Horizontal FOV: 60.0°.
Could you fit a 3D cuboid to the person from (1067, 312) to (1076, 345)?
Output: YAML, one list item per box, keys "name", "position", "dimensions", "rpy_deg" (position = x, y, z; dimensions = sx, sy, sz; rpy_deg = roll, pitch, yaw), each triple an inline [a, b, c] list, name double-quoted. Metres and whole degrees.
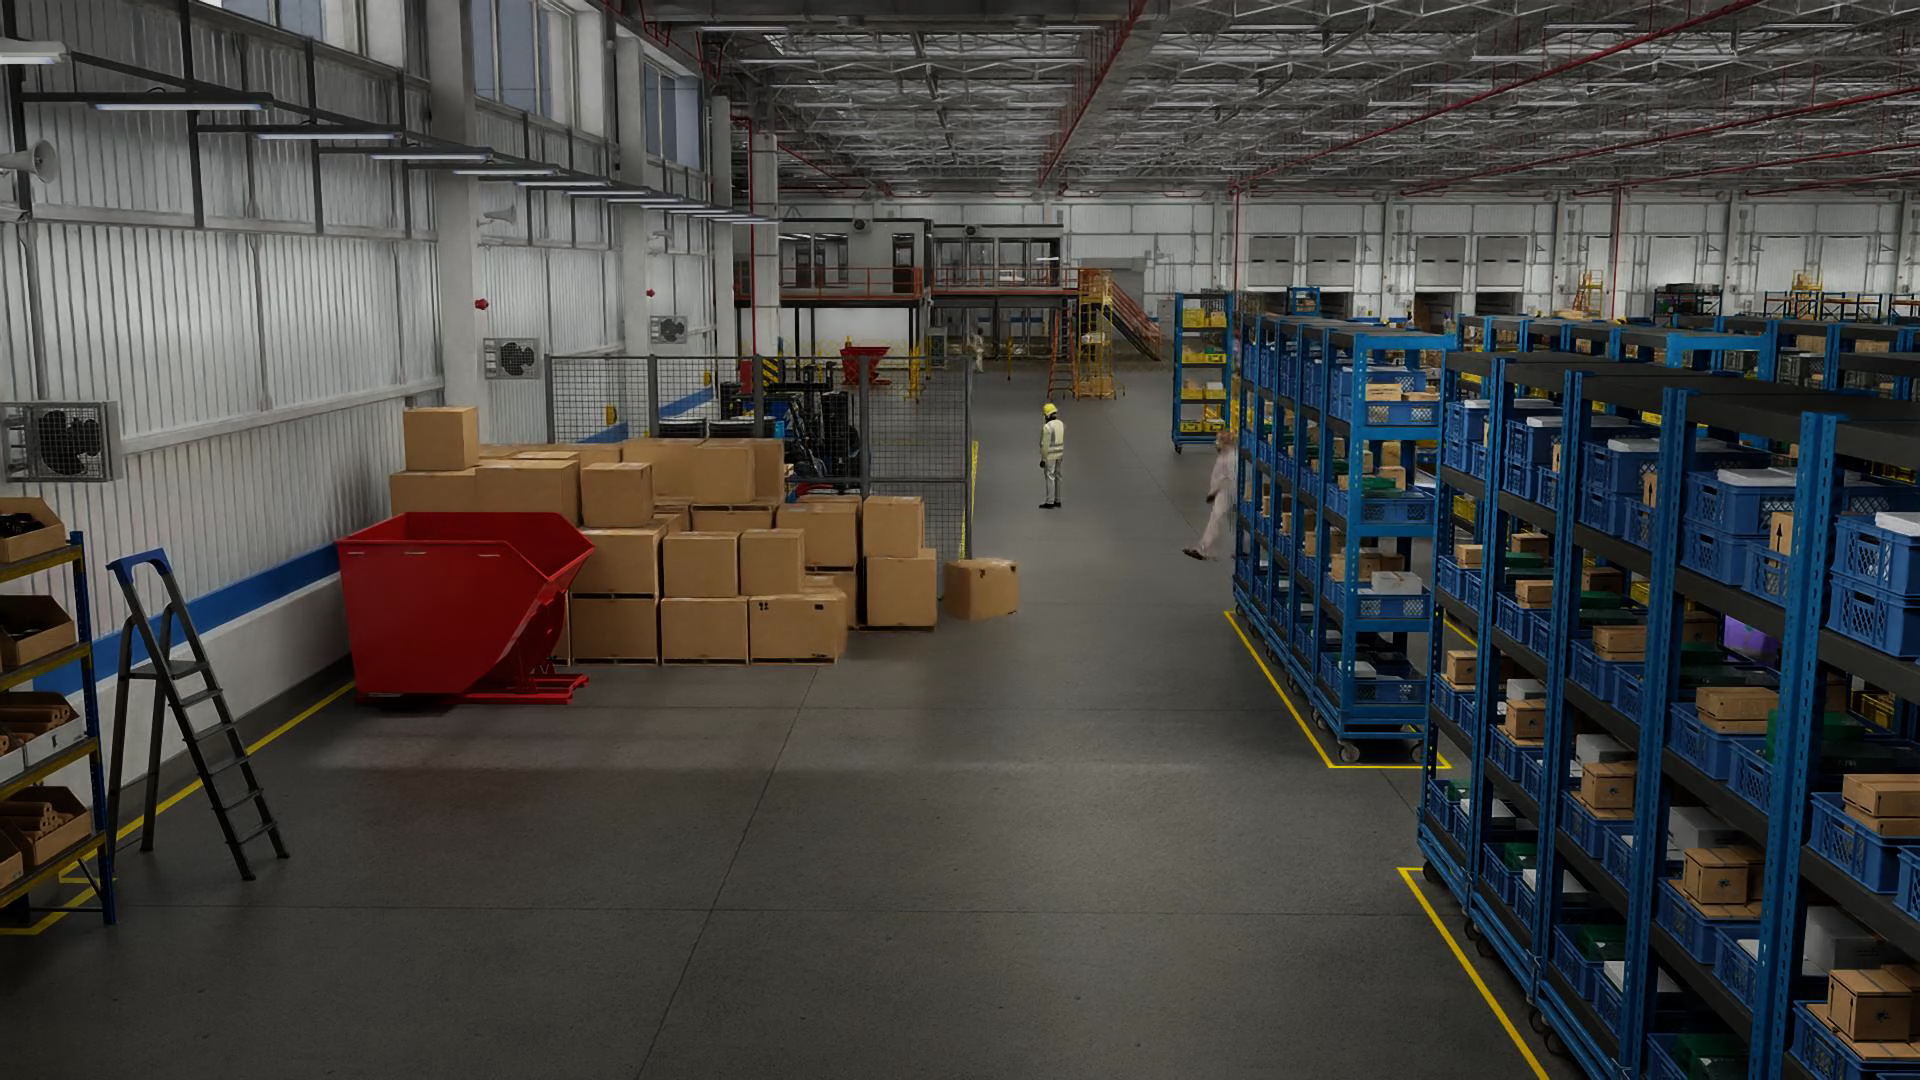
- name: "person"
  position: [6.264, -11.706, 92.111]
  dimensions: [0.653, 1.791, 0.978]
  rpy_deg: [-7, 11, -36]

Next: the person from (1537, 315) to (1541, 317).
- name: "person"
  position: [31.377, -11.354, 90.248]
  dimensions: [0.318, 1.696, 0.533]
  rpy_deg: [4, 10, 22]

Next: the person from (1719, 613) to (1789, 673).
- name: "person"
  position: [6.082, 1.117, 12.841]
  dimensions: [0.568, 1.849, 0.386]
  rpy_deg: [7, 11, 36]

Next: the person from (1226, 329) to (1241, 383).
- name: "person"
  position: [9.882, -6.502, 59.301]
  dimensions: [0.621, 2.029, 0.641]
  rpy_deg: [7, 11, 36]

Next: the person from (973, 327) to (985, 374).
- name: "person"
  position: [0.768, -7.516, 66.018]
  dimensions: [0.391, 1.873, 0.628]
  rpy_deg: [5, 11, 29]

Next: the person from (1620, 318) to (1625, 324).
- name: "person"
  position: [30.925, -9.432, 77.729]
  dimensions: [0.591, 1.915, 0.396]
  rpy_deg: [5, 11, 29]

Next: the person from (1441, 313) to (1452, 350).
- name: "person"
  position: [25.113, -10.765, 85.841]
  dimensions: [0.409, 1.943, 0.615]
  rpy_deg: [-2, 10, -14]

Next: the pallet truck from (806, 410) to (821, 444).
- name: "pallet truck"
  position: [-3.559, -2.018, 33.905]
  dimensions: [1.522, 1.261, 0.704]
  rpy_deg: [0, 9, -1]

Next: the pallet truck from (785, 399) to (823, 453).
- name: "pallet truck"
  position: [-3.814, -2.432, 36.419]
  dimensions: [1.630, 1.274, 0.653]
  rpy_deg: [0, 9, 1]

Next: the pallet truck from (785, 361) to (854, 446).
- name: "pallet truck"
  position: [-3.410, -3.193, 38.978]
  dimensions: [1.885, 1.965, 0.823]
  rpy_deg: [0, 9, -1]

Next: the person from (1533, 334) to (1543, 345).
- name: "person"
  position: [24.126, -8.182, 69.758]
  dimensions: [0.612, 1.996, 0.378]
  rpy_deg: [0, 9, 1]

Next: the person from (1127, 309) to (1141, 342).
- name: "person"
  position: [10.017, -12.258, 95.231]
  dimensions: [0.975, 1.882, 0.565]
  rpy_deg: [-5, 11, -29]

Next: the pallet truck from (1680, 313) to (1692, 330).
- name: "pallet truck"
  position: [36.315, -10.531, 84.244]
  dimensions: [0.823, 1.965, 1.885]
  rpy_deg: [-6, 11, -33]

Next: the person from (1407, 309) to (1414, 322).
- name: "person"
  position: [25.611, -12.189, 94.720]
  dimensions: [0.399, 1.918, 0.587]
  rpy_deg: [7, 11, 36]

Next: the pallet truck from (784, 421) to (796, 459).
- name: "pallet truck"
  position: [-4.013, -1.793, 32.705]
  dimensions: [1.601, 1.201, 0.680]
  rpy_deg: [0, 9, 1]

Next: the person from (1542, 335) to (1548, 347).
- name: "person"
  position: [25.122, -8.347, 71.507]
  dimensions: [0.327, 1.760, 0.523]
  rpy_deg: [9, 13, 43]

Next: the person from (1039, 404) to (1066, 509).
- name: "person"
  position: [1.571, -1.443, 28.712]
  dimensions: [0.403, 1.824, 0.589]
  rpy_deg: [7, 12, 37]

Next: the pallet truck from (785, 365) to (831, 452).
- name: "pallet truck"
  position: [-3.774, -2.976, 37.635]
  dimensions: [1.885, 1.965, 0.823]
  rpy_deg: [1, 9, 5]

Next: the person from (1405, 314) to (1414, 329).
- name: "person"
  position: [23.350, -10.799, 86.398]
  dimensions: [0.429, 1.838, 0.621]
  rpy_deg: [2, 10, 14]

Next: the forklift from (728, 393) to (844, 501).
- name: "forklift"
  position: [-2.979, -1.316, 26.476]
  dimensions: [2.680, 1.987, 1.157]
  rpy_deg: [0, 9, 1]

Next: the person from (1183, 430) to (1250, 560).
- name: "person"
  position: [3.710, -0.631, 23.604]
  dimensions: [1.008, 1.853, 0.642]
  rpy_deg: [1, 9, 5]

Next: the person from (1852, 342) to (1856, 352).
- name: "person"
  position: [32.242, -6.618, 60.289]
  dimensions: [0.373, 1.935, 0.552]
  rpy_deg: [6, 11, 32]

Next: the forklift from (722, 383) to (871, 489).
- name: "forklift"
  position: [-2.893, -1.687, 28.729]
  dimensions: [2.680, 1.987, 1.157]
  rpy_deg: [0, 9, -1]
